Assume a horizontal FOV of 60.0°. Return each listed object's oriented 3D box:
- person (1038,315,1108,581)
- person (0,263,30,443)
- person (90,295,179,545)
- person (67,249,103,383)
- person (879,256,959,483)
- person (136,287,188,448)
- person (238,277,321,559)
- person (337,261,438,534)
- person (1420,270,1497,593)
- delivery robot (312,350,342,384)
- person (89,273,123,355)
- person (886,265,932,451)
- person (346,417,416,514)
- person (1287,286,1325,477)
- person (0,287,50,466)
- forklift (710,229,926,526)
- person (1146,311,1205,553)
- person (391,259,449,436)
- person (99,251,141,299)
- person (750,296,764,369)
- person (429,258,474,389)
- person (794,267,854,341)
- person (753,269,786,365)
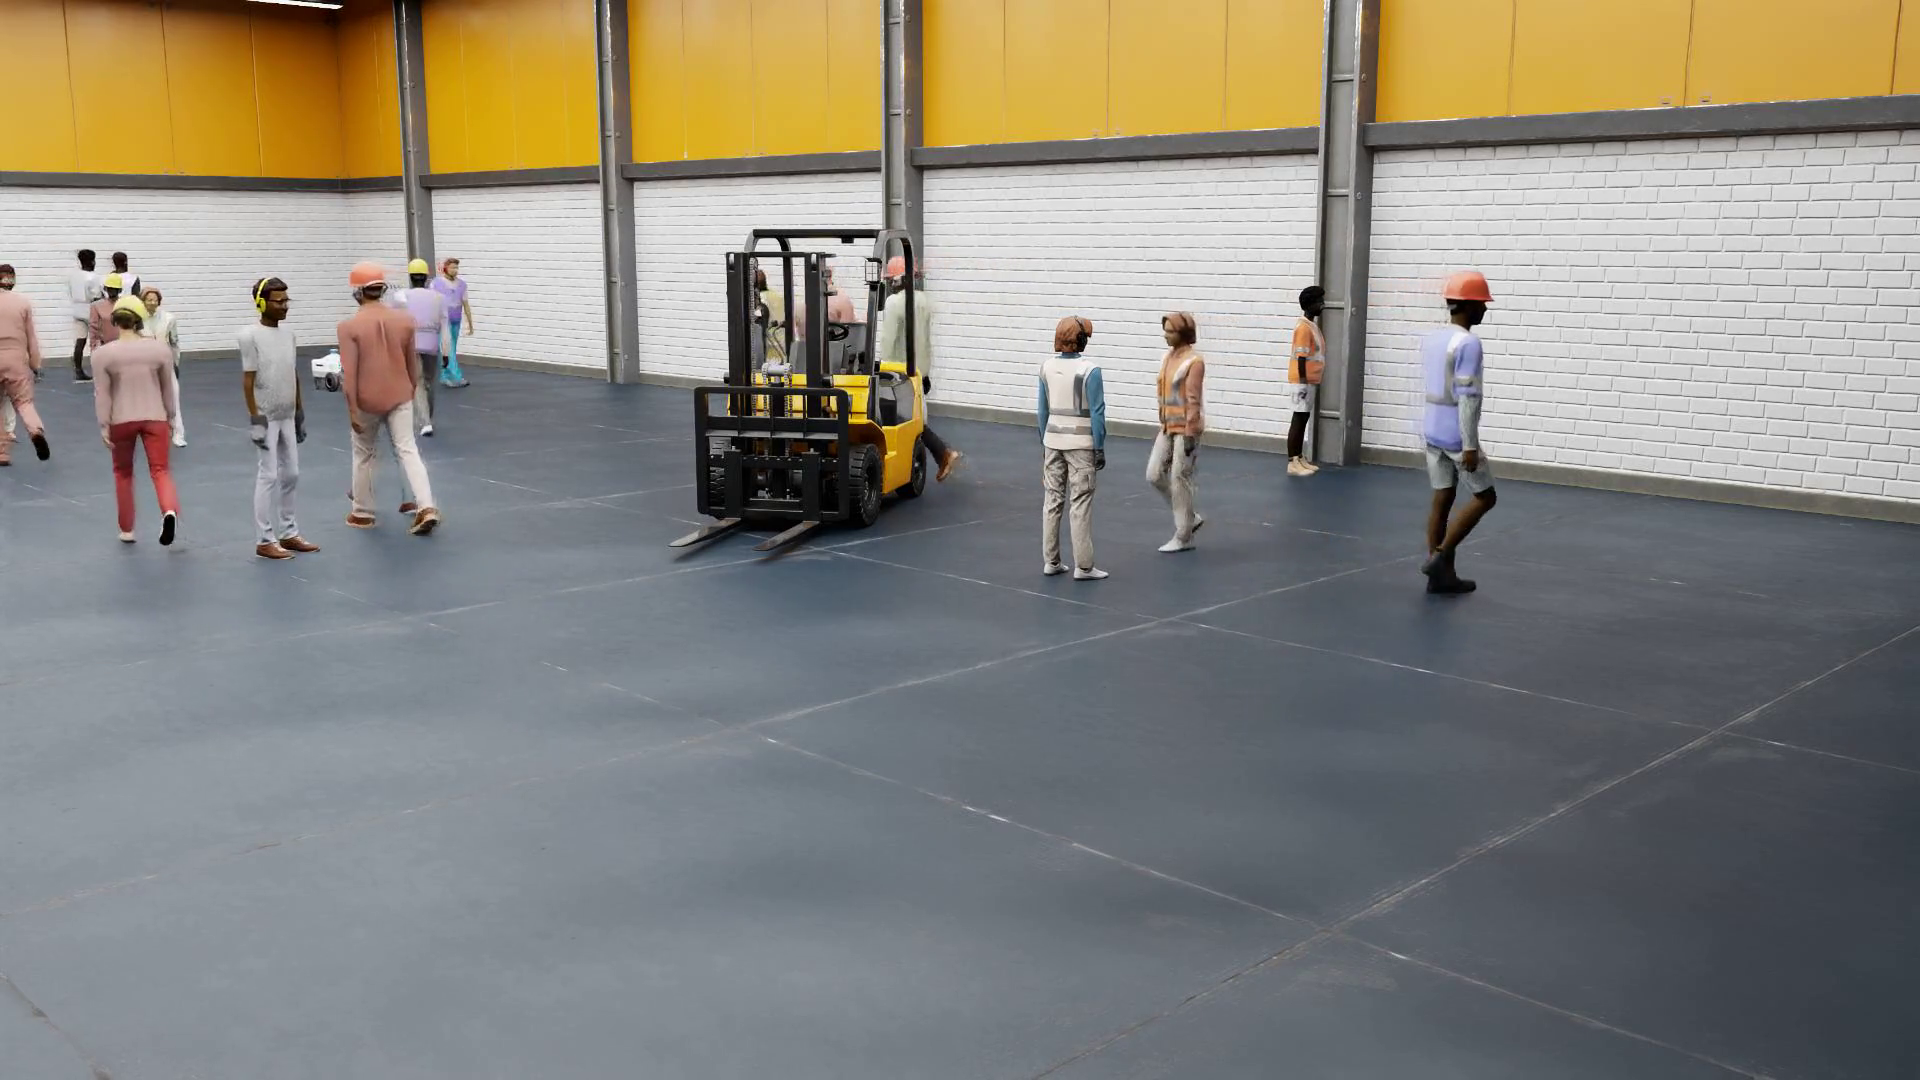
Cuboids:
[{"bbox_3d":[0.692,-0.564,10.315,0.511,1.640,0.308,10,14,43],"label":"person"},{"bbox_3d":[-9.862,-1.917,17.123,0.448,1.845,0.555,7,12,33],"label":"person"},{"bbox_3d":[-5.616,-0.808,11.386,0.527,1.732,0.732,-7,12,-33],"label":"person"},{"bbox_3d":[-12.622,-3.270,24.285,0.635,1.919,0.960,3,11,18],"label":"person"},{"bbox_3d":[-0.385,-1.443,14.255,0.884,1.958,0.658,6,12,29],"label":"person"},{"bbox_3d":[-8.010,-1.696,16.569,0.528,1.612,0.735,-8,13,-37],"label":"person"},{"bbox_3d":[-4.531,-0.801,11.035,0.327,1.856,0.518,4,11,19],"label":"person"},{"bbox_3d":[-4.110,-1.008,11.899,0.603,1.960,0.995,-9,14,-42],"label":"person"},{"bbox_3d":[2.946,-0.618,9.821,0.400,1.926,0.566,-2,11,-10],"label":"person"},{"bbox_3d":[-8.620,-2.385,22.949,0.707,0.478,0.477,8,13,37],"label":"delivery robot"},{"bbox_3d":[-9.955,-2.309,19.665,0.558,1.705,0.951,-3,11,-15],"label":"person"},{"bbox_3d":[-0.522,-1.781,16.291,0.355,1.883,0.575,9,14,41],"label":"person"},{"bbox_3d":[-4.495,-1.002,12.843,0.515,1.590,0.869,-10,14,-43],"label":"person"},{"bbox_3d":[3.080,-1.411,14.796,0.319,1.690,0.531,4,11,19],"label":"person"},{"bbox_3d":[-8.780,-1.590,15.277,0.669,1.874,0.670,-10,14,-44],"label":"person"},{"bbox_3d":[-1.050,-1.319,12.920,1.214,2.155,2.313,2,11,13],"label":"forklift"},{"bbox_3d":[1.464,-0.722,11.183,0.366,1.623,0.532,-4,11,-19],"label":"person"},{"bbox_3d":[-5.813,-2.072,17.908,0.608,1.883,0.991,-5,12,-26],"label":"person"},{"bbox_3d":[-11.938,-3.146,23.688,0.613,1.903,0.488,1,10,4],"label":"person"},{"bbox_3d":[-1.862,-1.380,14.778,0.279,1.633,0.504,3,11,18],"label":"person"},{"bbox_3d":[-7.041,-3.007,23.177,0.891,1.801,0.589,8,13,37],"label":"person"},{"bbox_3d":[-1.118,-1.505,14.839,0.773,1.874,0.398,8,13,38],"label":"person"},{"bbox_3d":[-1.917,-1.956,17.523,0.794,1.801,0.638,1,10,6],"label":"person"}]
